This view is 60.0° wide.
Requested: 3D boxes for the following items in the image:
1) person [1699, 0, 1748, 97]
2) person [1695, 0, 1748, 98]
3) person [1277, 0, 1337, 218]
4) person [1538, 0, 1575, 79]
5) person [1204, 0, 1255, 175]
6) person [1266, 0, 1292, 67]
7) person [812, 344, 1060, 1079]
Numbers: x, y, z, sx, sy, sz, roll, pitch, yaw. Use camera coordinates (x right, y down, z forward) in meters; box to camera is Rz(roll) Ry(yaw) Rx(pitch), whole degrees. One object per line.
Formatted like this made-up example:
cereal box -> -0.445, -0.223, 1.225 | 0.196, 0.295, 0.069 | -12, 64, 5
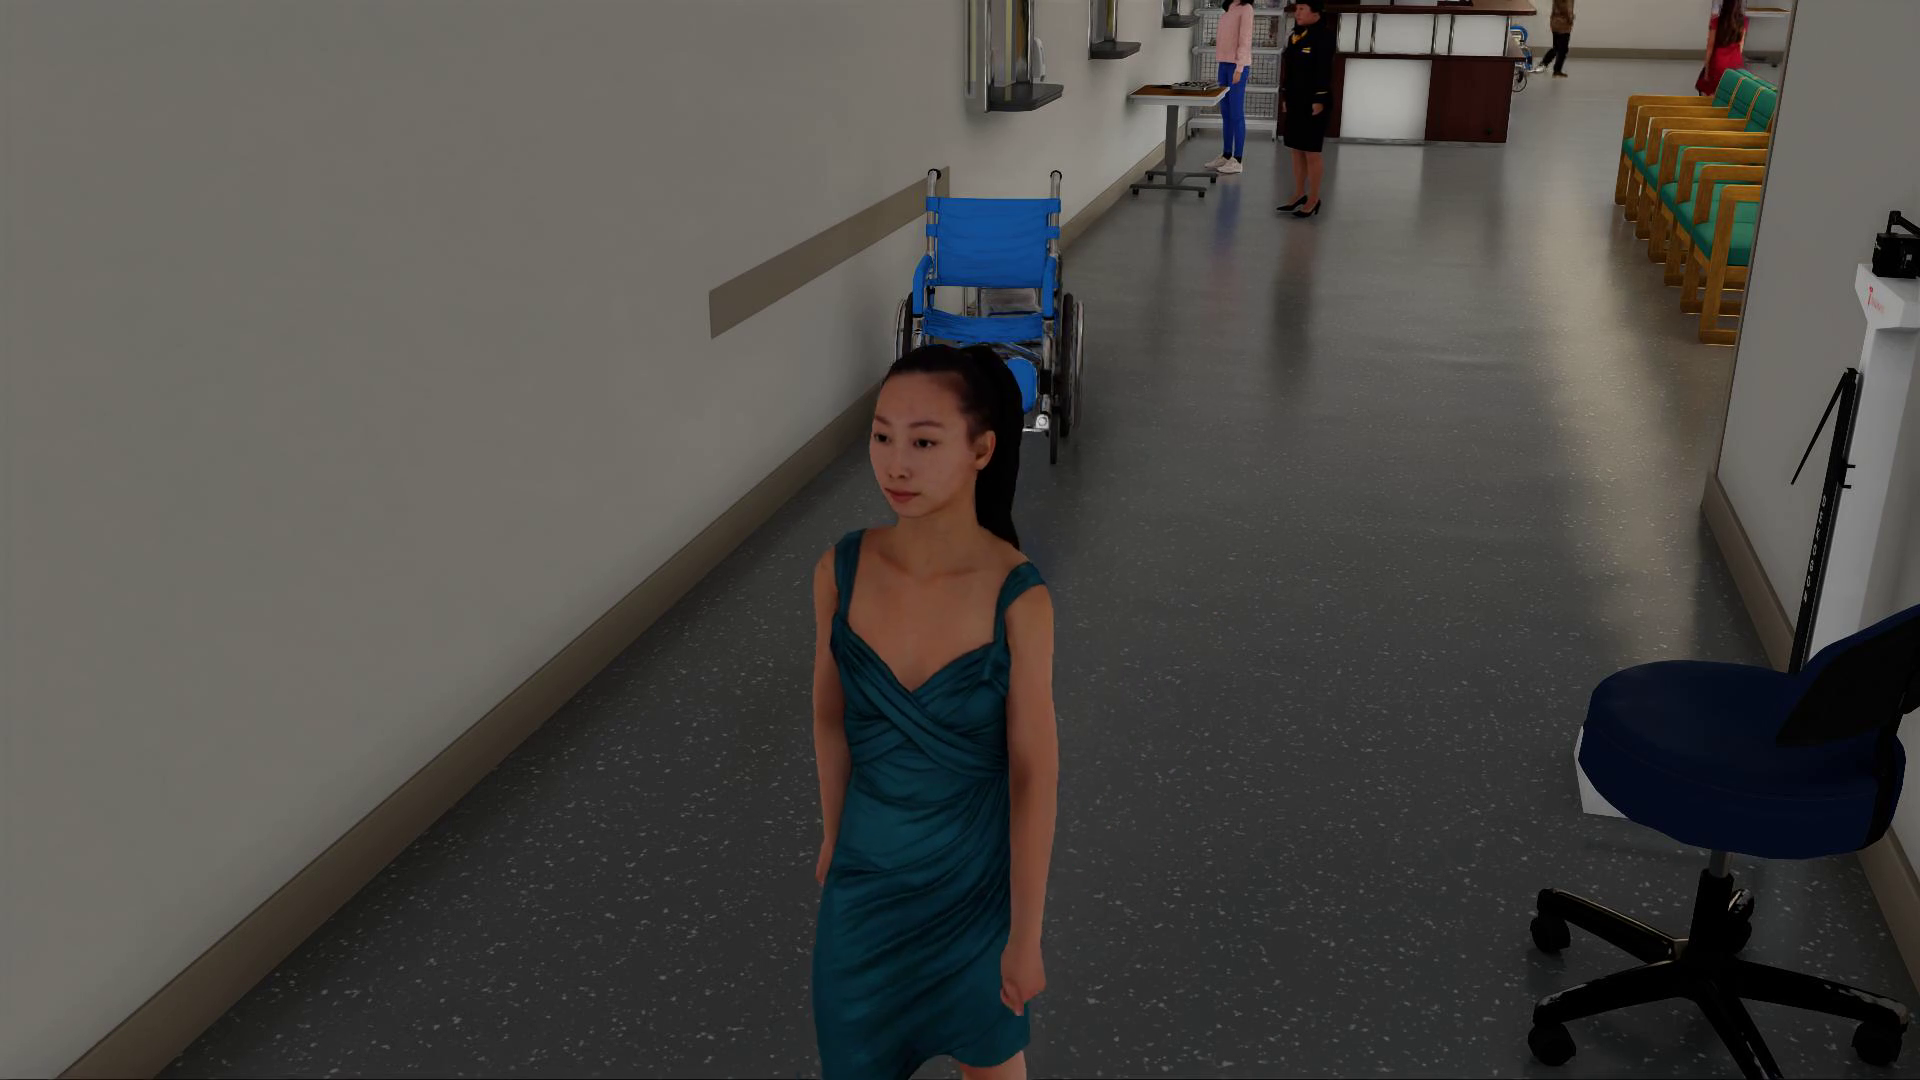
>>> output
person -> 8.990, -5.987, 19.498 | 0.693, 1.844, 0.800 | -8, 22, -19
person -> 7.599, -4.680, 16.496 | 0.911, 1.525, 0.690 | 2, 21, 6
person -> 2.670, -3.342, 12.761 | 0.839, 1.670, 0.802 | -8, 22, -21
person -> 8.353, -7.197, 23.260 | 0.784, 1.442, 0.728 | -7, 22, -17
person -> 2.455, -4.197, 14.881 | 0.721, 1.767, 0.723 | -5, 21, -13
person -> 4.899, -8.063, 25.166 | 0.714, 1.834, 0.701 | 13, 25, 31
person -> -0.003, 0.511, 2.603 | 0.833, 1.660, 0.693 | 8, 22, 19
